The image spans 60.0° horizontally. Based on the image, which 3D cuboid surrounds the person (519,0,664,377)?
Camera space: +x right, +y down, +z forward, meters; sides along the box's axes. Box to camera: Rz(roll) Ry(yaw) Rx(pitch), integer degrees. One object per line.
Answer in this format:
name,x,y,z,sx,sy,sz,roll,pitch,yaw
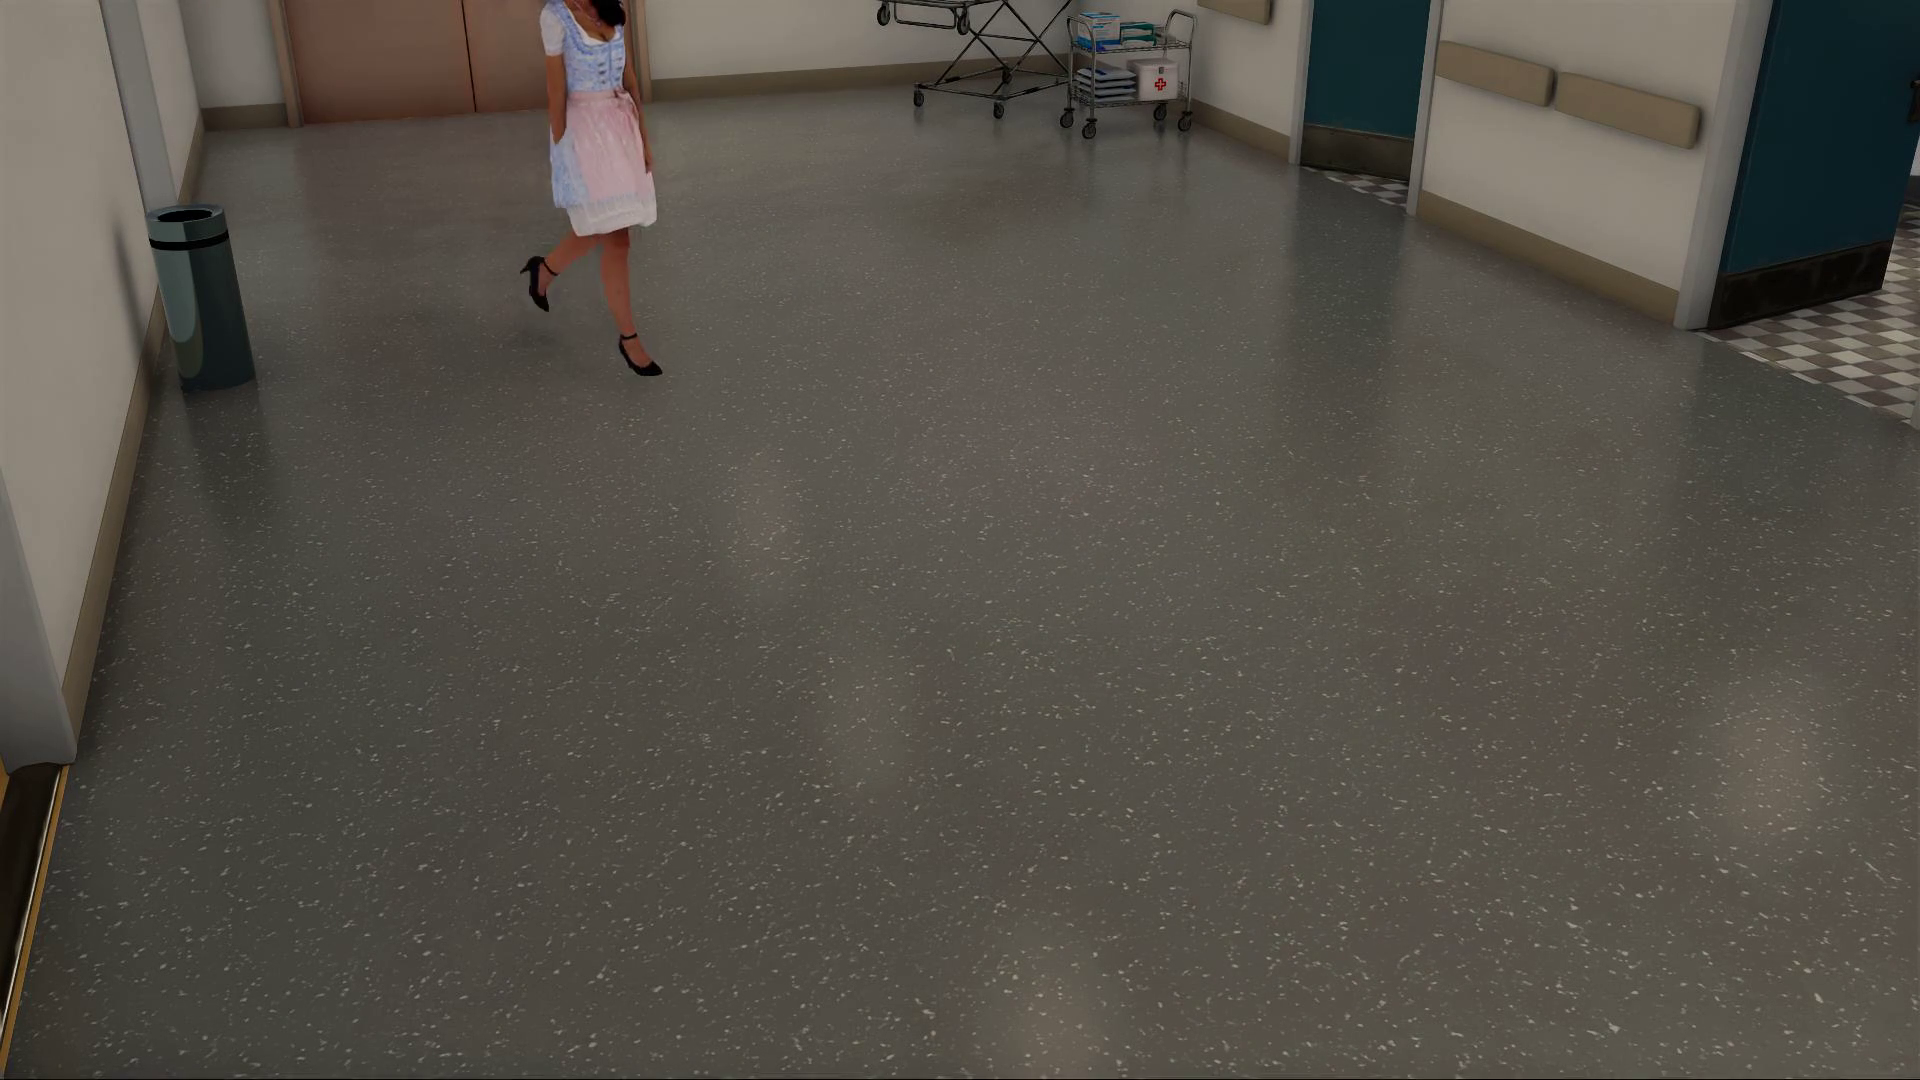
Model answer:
person,-1.553,-1.583,6.870,1.212,1.791,1.074,17,30,31
